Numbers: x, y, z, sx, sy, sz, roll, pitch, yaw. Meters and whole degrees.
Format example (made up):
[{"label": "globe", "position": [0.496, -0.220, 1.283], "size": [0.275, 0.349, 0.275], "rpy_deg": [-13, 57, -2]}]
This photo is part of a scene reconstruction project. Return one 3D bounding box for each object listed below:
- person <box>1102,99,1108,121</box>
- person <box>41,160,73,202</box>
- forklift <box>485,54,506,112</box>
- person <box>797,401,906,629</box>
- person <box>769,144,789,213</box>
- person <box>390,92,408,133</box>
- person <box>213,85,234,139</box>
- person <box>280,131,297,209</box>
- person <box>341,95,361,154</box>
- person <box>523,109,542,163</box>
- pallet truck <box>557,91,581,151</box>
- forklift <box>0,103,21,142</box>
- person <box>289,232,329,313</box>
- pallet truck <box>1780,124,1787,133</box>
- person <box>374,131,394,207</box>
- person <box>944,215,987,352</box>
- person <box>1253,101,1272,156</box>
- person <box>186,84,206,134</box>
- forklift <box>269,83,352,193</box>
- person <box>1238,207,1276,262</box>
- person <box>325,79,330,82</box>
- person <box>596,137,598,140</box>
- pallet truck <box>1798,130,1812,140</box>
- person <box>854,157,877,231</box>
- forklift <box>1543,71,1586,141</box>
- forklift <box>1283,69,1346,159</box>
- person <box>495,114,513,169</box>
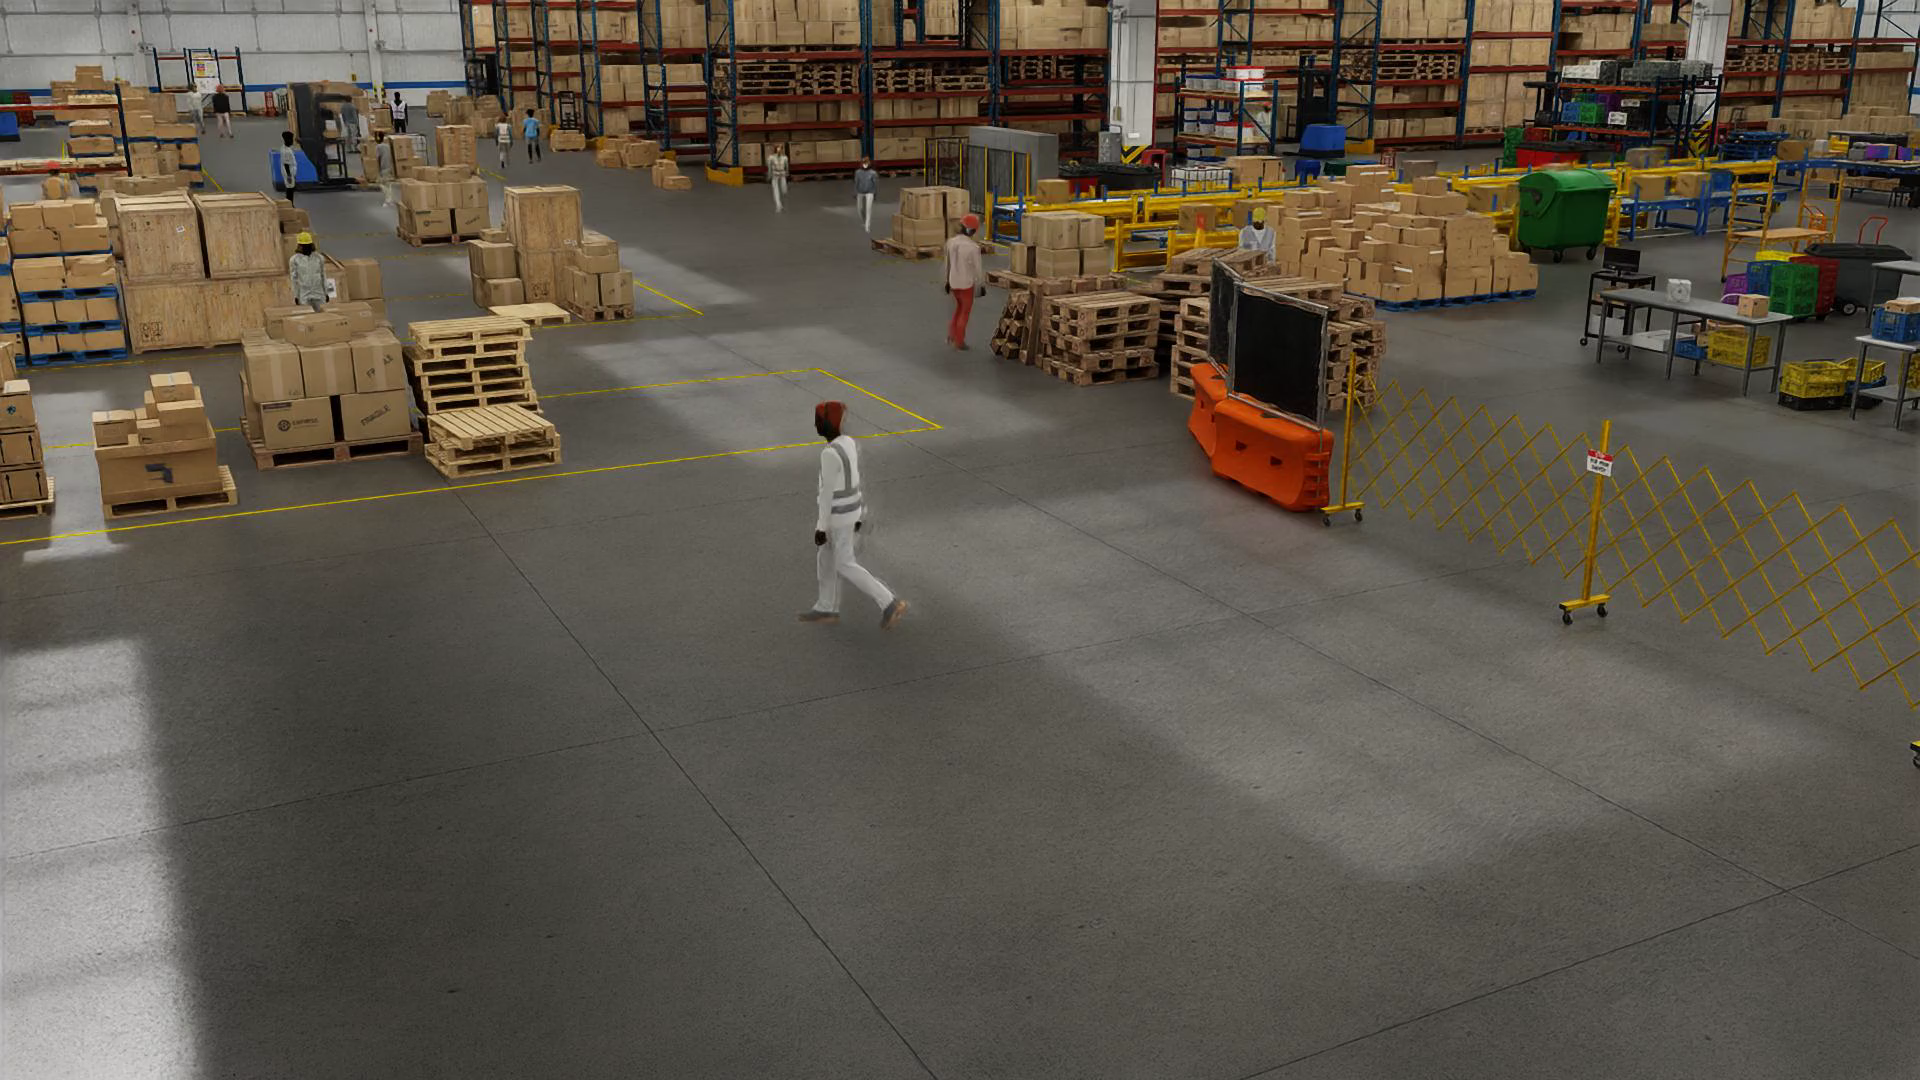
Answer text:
[{"label": "person", "position": [6.290, -18.894, 71.576], "size": [0.454, 1.727, 0.506], "rpy_deg": [-13, 22, -35]}, {"label": "person", "position": [-17.548, -6.443, 32.469], "size": [0.565, 1.916, 0.510], "rpy_deg": [-2, 18, -5]}, {"label": "forklift", "position": [-20.050, -19.454, 71.483], "size": [1.873, 2.768, 1.129], "rpy_deg": [-9, 20, -26]}, {"label": "person", "position": [-0.865, -0.187, 13.079], "size": [0.844, 1.858, 0.570], "rpy_deg": [2, 18, 6]}, {"label": "person", "position": [-4.340, -8.660, 39.857], "size": [0.530, 1.630, 0.362], "rpy_deg": [-7, 19, -21]}, {"label": "person", "position": [-19.665, -14.742, 58.346], "size": [0.589, 1.919, 0.393], "rpy_deg": [-3, 18, -9]}, {"label": "person", "position": [-27.675, -16.052, 62.391], "size": [0.643, 1.938, 1.026], "rpy_deg": [-14, 23, -38]}, {"label": "person", "position": [-15.893, -8.697, 39.446], "size": [0.386, 1.959, 0.598], "rpy_deg": [-4, 18, -14]}, {"label": "person", "position": [-20.491, -13.987, 55.959], "size": [0.629, 1.940, 0.373], "rpy_deg": [9, 20, 26]}, {"label": "person", "position": [-13.549, -12.815, 52.741], "size": [0.537, 1.650, 0.862], "rpy_deg": [0, 18, 0]}, {"label": "pallet truck", "position": [-13.495, -14.412, 57.188], "size": [0.823, 1.965, 1.885], "rpy_deg": [-3, 18, -9]}, {"label": "forklift", "position": [-35.172, -15.788, 60.054], "size": [1.873, 2.768, 1.129], "rpy_deg": [10, 20, 29]}, {"label": "person", "position": [-9.166, -3.475, 23.500], "size": [0.494, 1.743, 0.302], "rpy_deg": [-13, 22, -36]}, {"label": "pallet truck", "position": [25.206, -12.542, 52.601], "size": [1.601, 1.201, 0.680], "rpy_deg": [0, 18, -2]}, {"label": "person", "position": [-14.226, -9.156, 41.045], "size": [0.394, 1.853, 0.511], "rpy_deg": [7, 19, 20]}, {"label": "person", "position": [0.074, -3.653, 23.723], "size": [0.453, 1.954, 0.631], "rpy_deg": [-17, 24, -42]}, {"label": "person", "position": [9.477, -12.709, 51.894], "size": [0.626, 2.000, 1.035], "rpy_deg": [-9, 20, -27]}, {"label": "person", "position": [-29.746, -16.756, 64.671], "size": [0.983, 1.909, 0.625], "rpy_deg": [17, 24, 42]}, {"label": "forklift", "position": [-17.396, -10.707, 44.215], "size": [1.873, 2.768, 1.129], "rpy_deg": [-9, 20, -26]}, {"label": "person", "position": [4.589, -4.237, 25.747], "size": [0.597, 1.821, 0.403], "rpy_deg": [-1, 18, -4]}, {"label": "person", "position": [-26.023, -18.019, 68.589], "size": [0.529, 1.900, 0.590], "rpy_deg": [5, 18, 14]}, {"label": "person", "position": [-12.971, -15.543, 61.125], "size": [0.947, 1.829, 0.640], "rpy_deg": [-4, 18, -13]}, {"label": "pallet truck", "position": [25.526, -11.556, 49.408], "size": [1.630, 1.274, 0.653], "rpy_deg": [-9, 20, -26]}, {"label": "person", "position": [-2.079, -7.640, 36.677], "size": [0.520, 1.619, 0.433], "rpy_deg": [2, 18, 5]}, {"label": "forklift", "position": [18.685, -13.231, 52.085], "size": [1.873, 2.768, 1.129], "rpy_deg": [-9, 20, -26]}, {"label": "forklift", "position": [11.615, -13.871, 54.079], "size": [1.129, 2.768, 1.873], "rpy_deg": [-9, 20, -27]}, {"label": "person", "position": [-13.876, -12.122, 50.634], "size": [0.533, 1.625, 0.461], "rpy_deg": [-3, 18, -10]}]
